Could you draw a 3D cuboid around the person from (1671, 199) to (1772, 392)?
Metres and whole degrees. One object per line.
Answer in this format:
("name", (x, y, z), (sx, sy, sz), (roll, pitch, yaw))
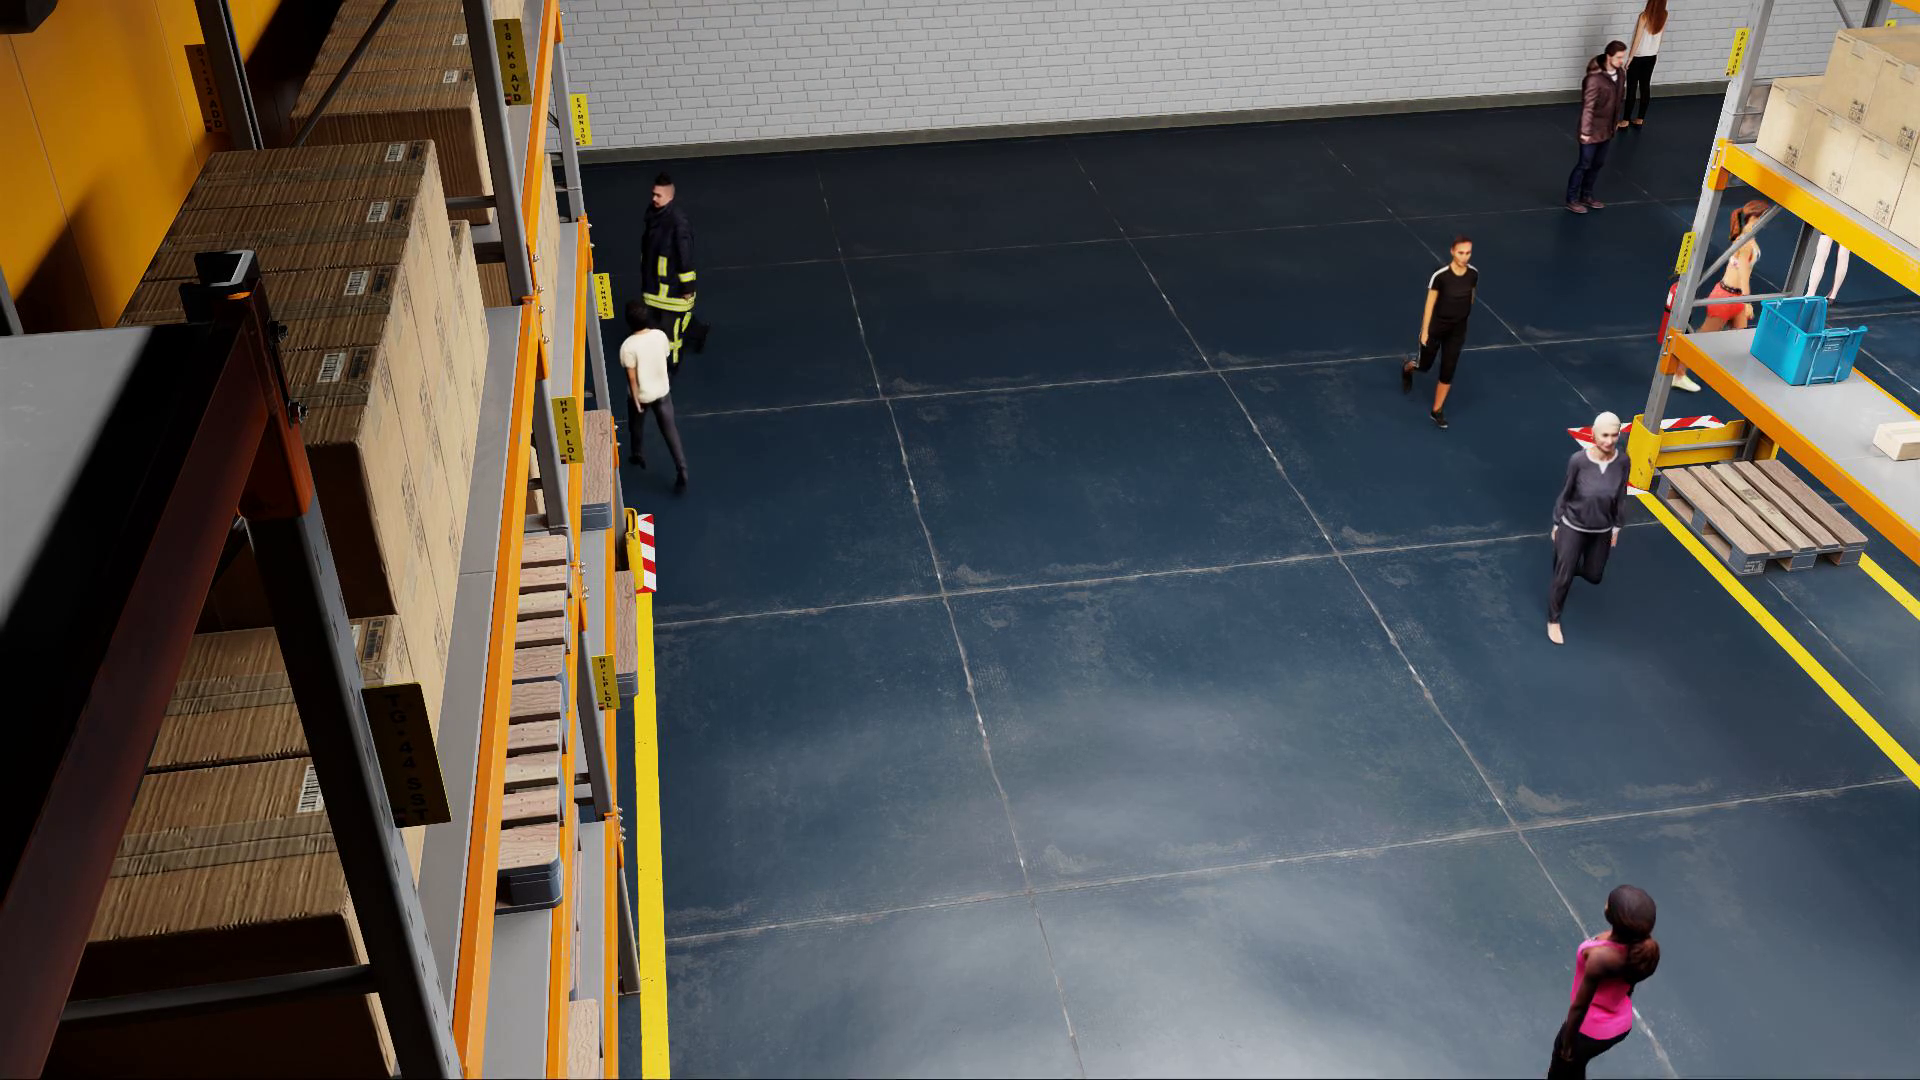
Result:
("person", (6.428, -2.053, 14.151), (1.003, 1.762, 0.999), (17, 37, 24))

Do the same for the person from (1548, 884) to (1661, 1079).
("person", (2.977, 2.301, 7.650), (0.726, 1.706, 0.984), (-15, 37, -22))

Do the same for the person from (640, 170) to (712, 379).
("person", (-2.489, -2.335, 14.505), (1.090, 1.840, 1.093), (-27, 42, -35))

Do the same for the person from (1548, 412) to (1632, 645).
("person", (4.246, -0.147, 11.330), (0.733, 1.711, 0.915), (2, 34, 2))

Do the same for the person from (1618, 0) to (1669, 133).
("person", (8.096, -5.711, 19.691), (0.622, 1.722, 0.551), (-12, 35, -17))

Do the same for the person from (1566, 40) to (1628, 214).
("person", (6.730, -4.383, 17.585), (0.857, 1.841, 0.848), (-23, 40, -30))

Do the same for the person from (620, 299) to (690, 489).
("person", (-2.357, -1.098, 12.906), (0.872, 1.550, 1.092), (-22, 39, -29))

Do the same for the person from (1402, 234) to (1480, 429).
("person", (4.003, -1.797, 13.867), (0.592, 1.649, 0.928), (-4, 34, -6))
